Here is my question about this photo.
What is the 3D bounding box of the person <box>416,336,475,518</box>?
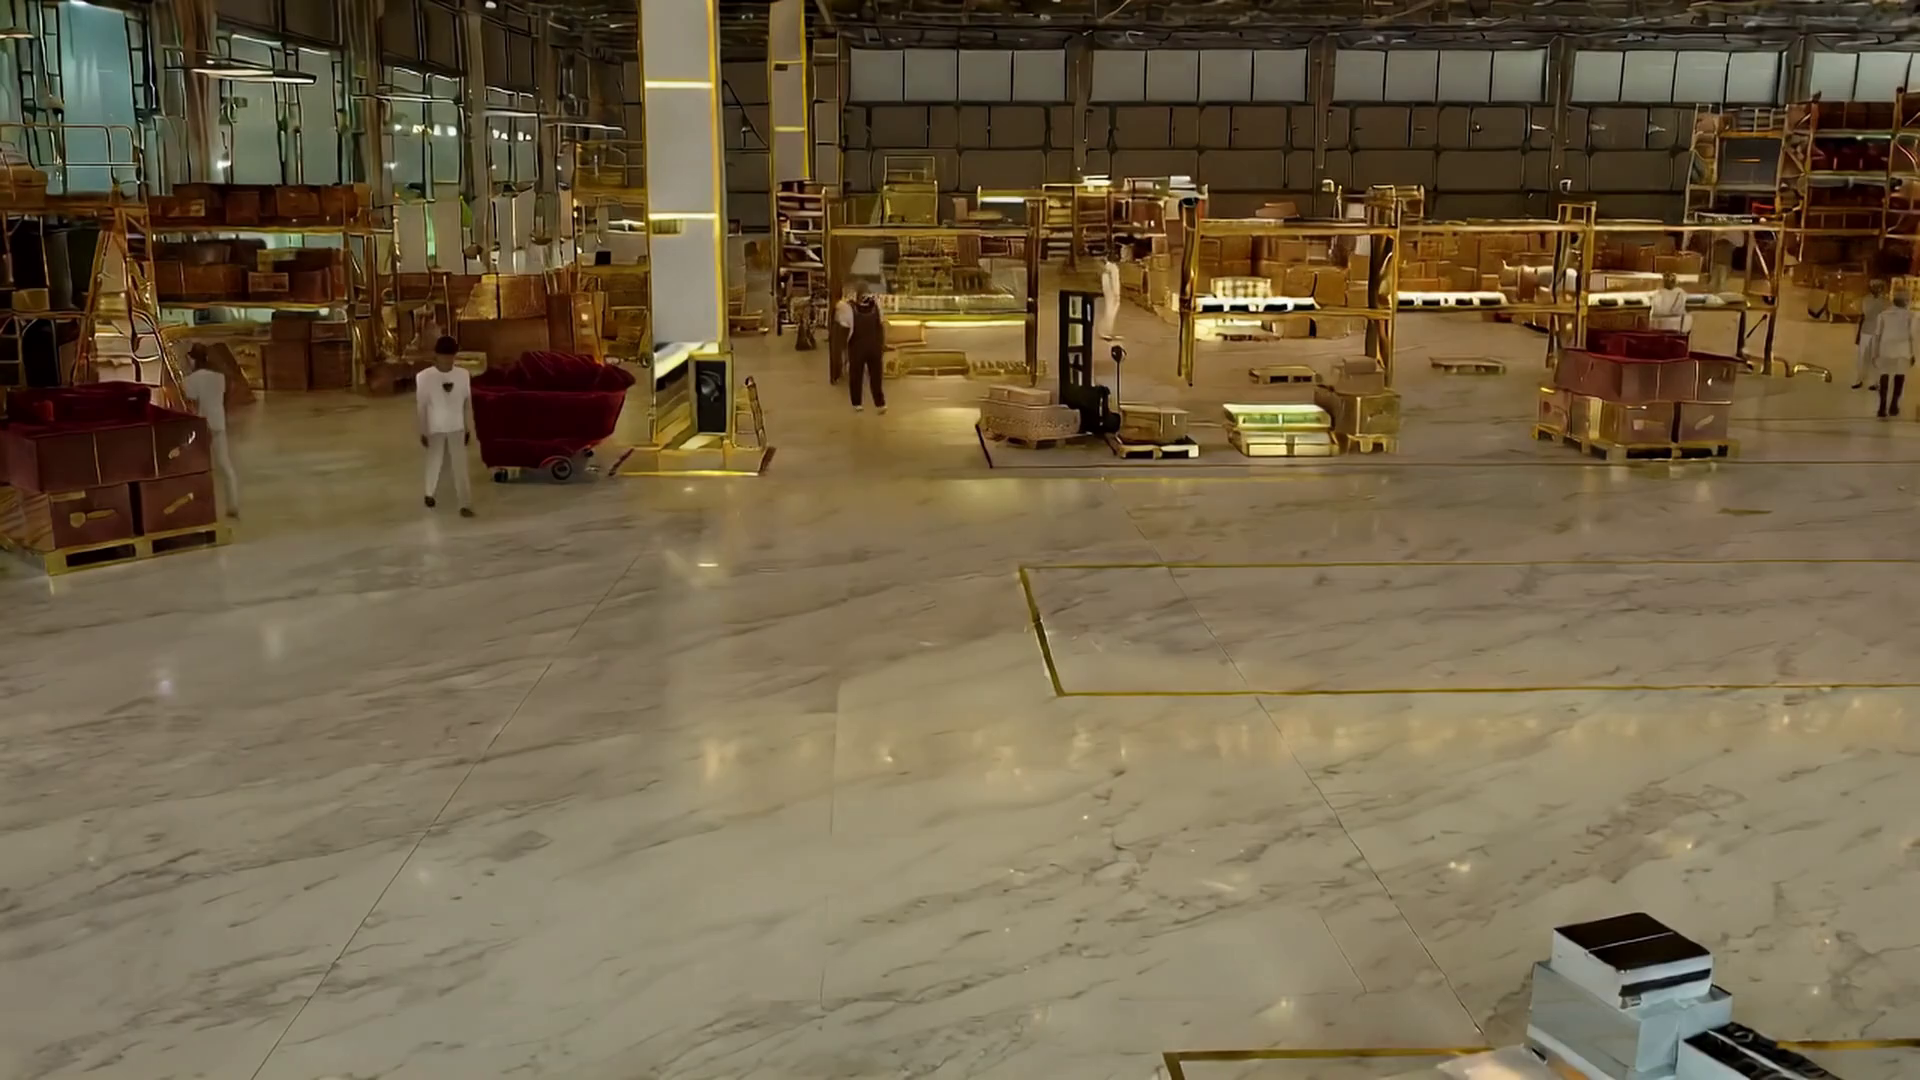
[{"bbox_3d":[-5.402,-1.203,17.409,0.595,1.896,0.877,-8,15,-34],"label":"person"}]

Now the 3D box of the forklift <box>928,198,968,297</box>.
[{"bbox_3d":[0.033,-8.182,46.662,1.873,2.768,1.129,0,12,-2],"label":"forklift"}]

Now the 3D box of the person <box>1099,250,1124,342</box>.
[{"bbox_3d":[3.209,-5.151,35.185,0.453,1.933,0.654,-2,13,-10],"label":"person"}]

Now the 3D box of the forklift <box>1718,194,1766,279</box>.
[{"bbox_3d":[25.681,-10.069,55.183,1.873,2.768,1.129,11,17,42],"label":"forklift"}]

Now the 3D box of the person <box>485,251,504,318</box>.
[{"bbox_3d":[-11.464,-6.266,40.864,0.519,1.633,0.313,10,16,37],"label":"person"}]

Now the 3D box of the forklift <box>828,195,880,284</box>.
[{"bbox_3d":[-3.570,-9.521,52.710,1.873,2.768,1.129,-7,14,-28],"label":"forklift"}]

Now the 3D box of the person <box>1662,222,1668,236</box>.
[{"bbox_3d":[23.728,-9.874,56.588,0.553,1.903,0.919,-6,14,-24],"label":"person"}]

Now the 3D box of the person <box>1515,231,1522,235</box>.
[{"bbox_3d":[17.773,-9.077,53.094,0.638,1.825,0.452,-5,14,-22],"label":"person"}]

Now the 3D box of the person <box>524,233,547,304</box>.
[{"bbox_3d":[-11.552,-7.388,45.306,0.620,1.891,0.502,-3,13,-12],"label":"person"}]

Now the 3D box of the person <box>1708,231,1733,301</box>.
[{"bbox_3d":[21.091,-7.596,46.170,0.627,1.936,0.370,9,15,34],"label":"person"}]

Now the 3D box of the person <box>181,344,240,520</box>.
[{"bbox_3d":[-7.830,-1.132,17.259,0.999,1.802,0.551,9,15,35],"label":"person"}]

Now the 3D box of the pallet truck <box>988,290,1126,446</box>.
[{"bbox_3d":[1.257,-2.299,22.111,1.885,1.965,0.823,-9,15,-35],"label":"pallet truck"}]

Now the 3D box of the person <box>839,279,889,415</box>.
[{"bbox_3d":[-1.386,-2.842,24.466,0.709,2.000,0.957,-5,13,-21],"label":"person"}]

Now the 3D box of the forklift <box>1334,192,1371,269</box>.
[{"bbox_3d":[14.452,-11.306,60.769,1.129,2.768,1.873,5,14,22],"label":"forklift"}]

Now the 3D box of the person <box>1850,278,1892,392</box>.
[{"bbox_3d":[14.934,-3.356,27.223,0.321,1.854,0.513,-7,14,-28],"label":"person"}]

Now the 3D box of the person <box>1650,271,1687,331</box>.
[{"bbox_3d":[12.106,-3.657,28.501,0.337,1.882,0.584,-12,17,-44],"label":"person"}]

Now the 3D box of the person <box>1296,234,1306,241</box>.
[{"bbox_3d":[10.174,-8.523,50.437,0.631,1.911,0.947,2,13,8],"label":"person"}]

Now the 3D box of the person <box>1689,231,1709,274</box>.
[{"bbox_3d":[24.179,-9.412,54.422,0.635,1.928,1.044,-4,13,-18],"label":"person"}]

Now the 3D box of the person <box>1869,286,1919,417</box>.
[{"bbox_3d":[13.658,-2.757,24.355,0.584,1.914,0.511,5,13,20],"label":"person"}]
